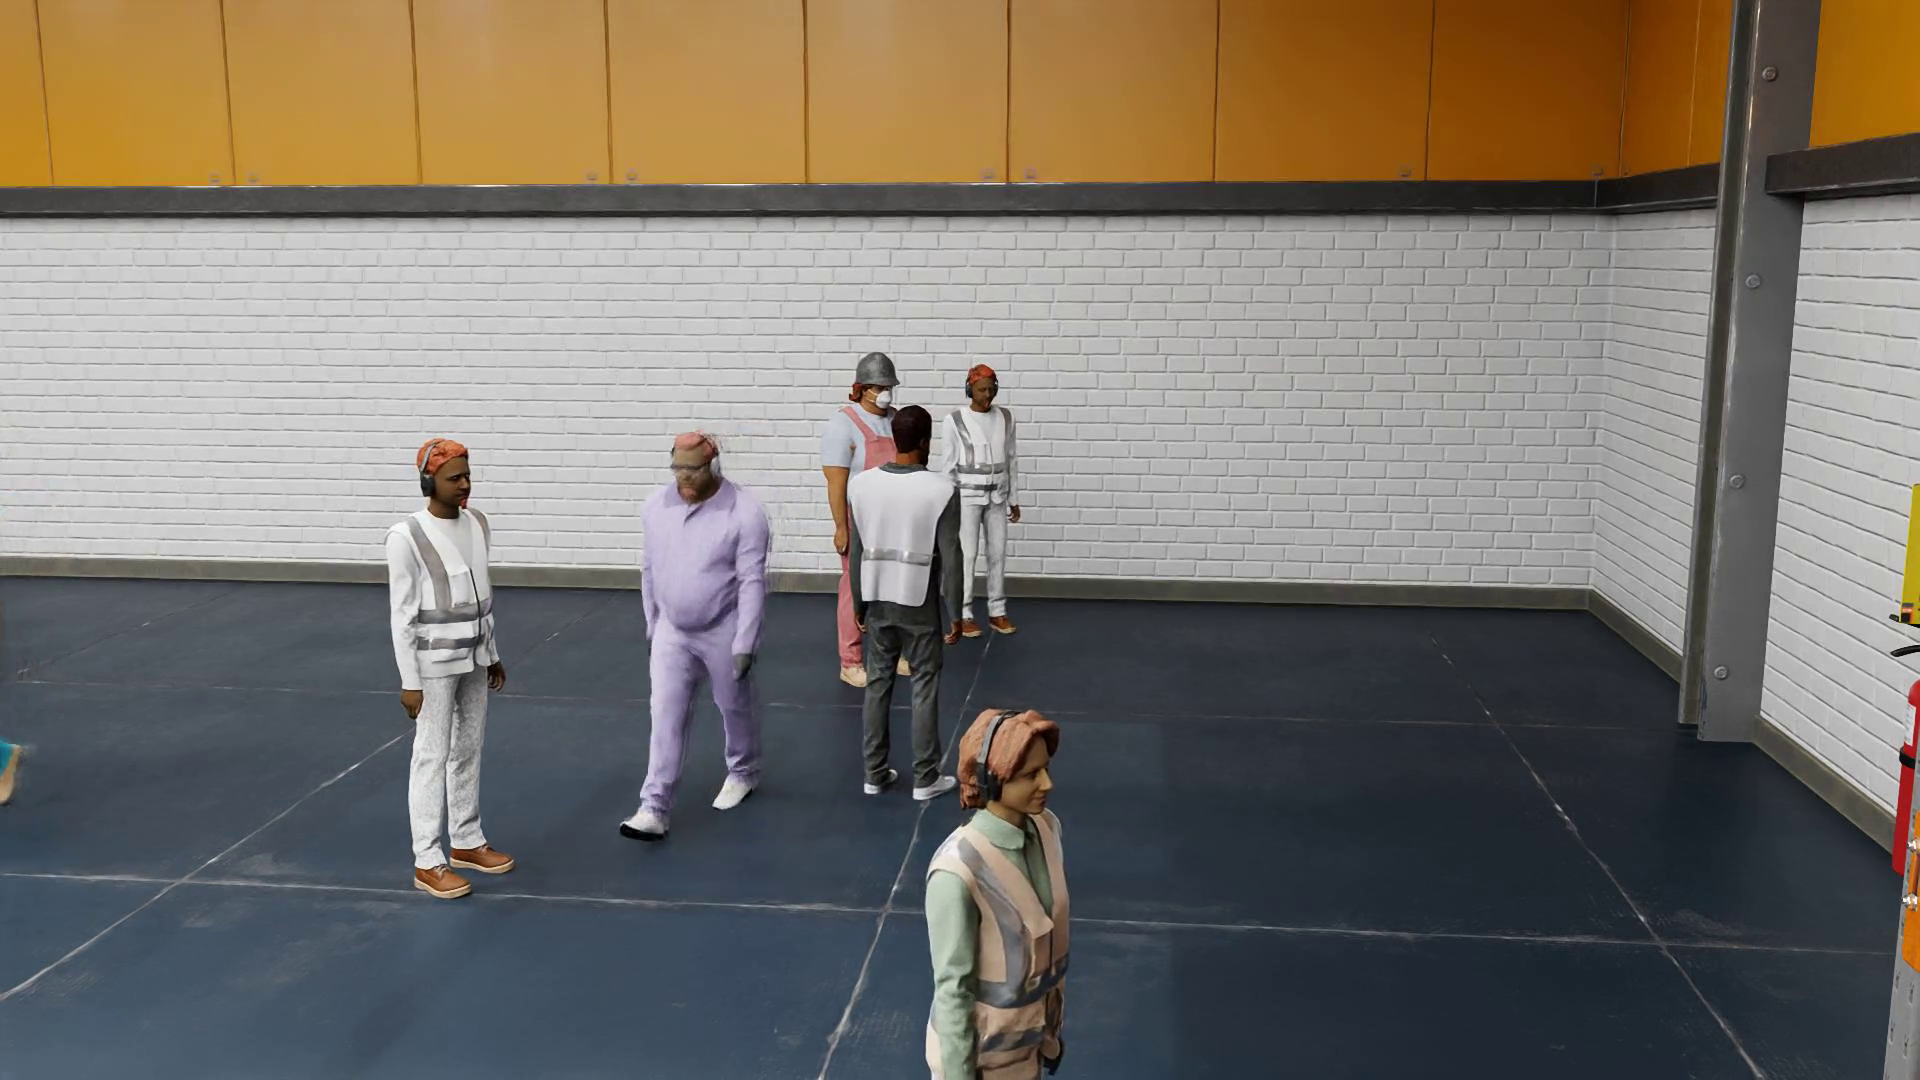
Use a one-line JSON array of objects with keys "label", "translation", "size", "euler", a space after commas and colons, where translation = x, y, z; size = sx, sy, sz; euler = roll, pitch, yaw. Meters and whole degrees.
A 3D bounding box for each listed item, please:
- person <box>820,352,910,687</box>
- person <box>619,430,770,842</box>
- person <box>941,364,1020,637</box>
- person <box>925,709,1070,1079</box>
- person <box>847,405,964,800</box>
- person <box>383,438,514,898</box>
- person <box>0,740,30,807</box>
[{"label": "person", "translation": [-0.484, -0.134, 10.182], "size": [0.538, 2.000, 0.689], "euler": [9, 13, 42]}, {"label": "person", "translation": [-1.193, 0.422, 7.556], "size": [0.653, 1.841, 1.036], "euler": [3, 10, 16]}, {"label": "person", "translation": [0.142, -0.271, 11.437], "size": [0.585, 1.879, 0.355], "euler": [-6, 11, -29]}, {"label": "person", "translation": [0.088, 1.179, 3.803], "size": [0.314, 1.641, 0.515], "euler": [5, 11, 29]}, {"label": "person", "translation": [-0.267, 0.308, 8.038], "size": [0.599, 1.911, 0.396], "euler": [4, 11, 23]}, {"label": "person", "translation": [-2.111, 0.517, 6.899], "size": [0.339, 1.882, 0.584], "euler": [4, 11, 22]}, {"label": "person", "translation": [-4.500, 0.459, 7.393], "size": [0.522, 1.830, 0.702], "euler": [3, 10, 17]}]
